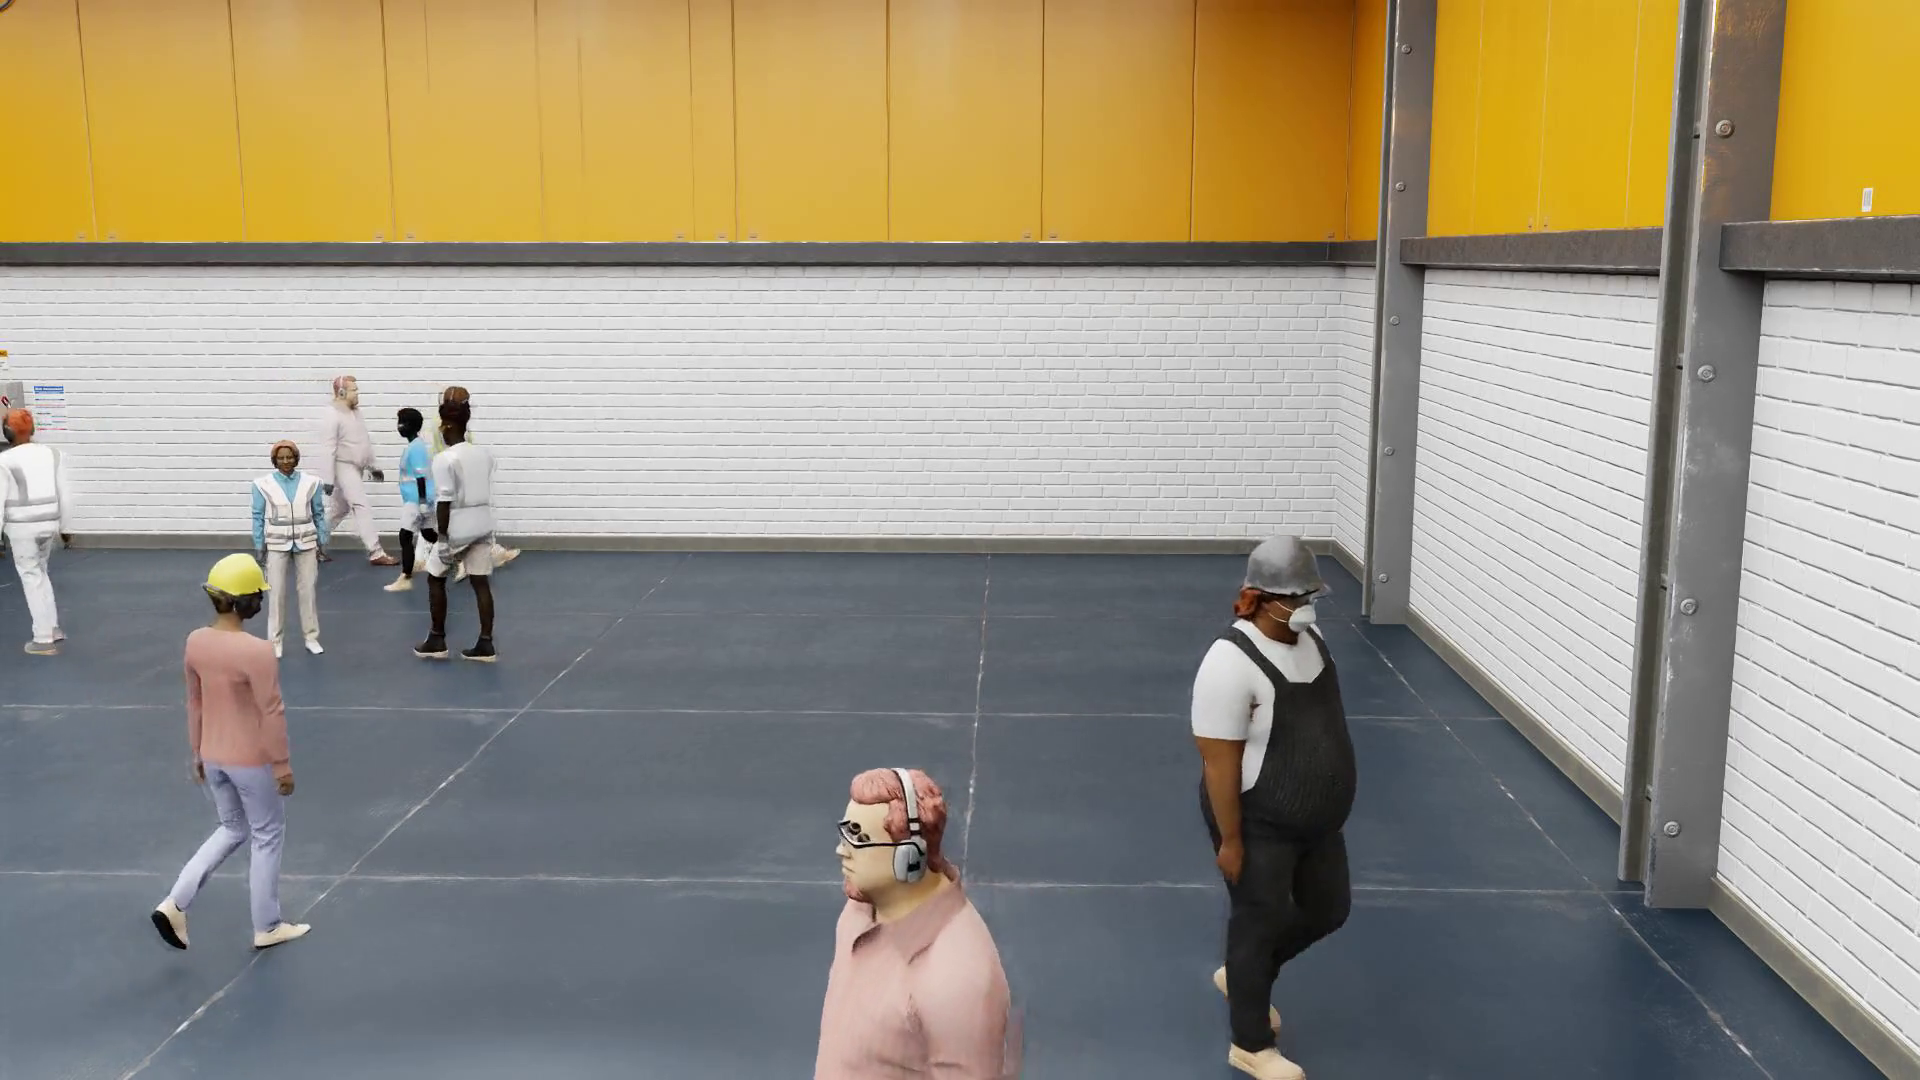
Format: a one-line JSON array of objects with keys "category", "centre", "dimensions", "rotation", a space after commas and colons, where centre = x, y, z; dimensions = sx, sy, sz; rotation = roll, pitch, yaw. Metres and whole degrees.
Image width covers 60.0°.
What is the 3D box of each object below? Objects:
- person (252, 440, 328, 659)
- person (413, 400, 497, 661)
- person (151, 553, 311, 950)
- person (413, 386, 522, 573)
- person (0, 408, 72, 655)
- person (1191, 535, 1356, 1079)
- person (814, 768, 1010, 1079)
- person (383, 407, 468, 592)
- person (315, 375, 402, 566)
[{"category": "person", "centre": [-5.005, 0.064, 12.443], "dimensions": [0.523, 1.638, 0.310], "rotation": [-6, 11, -31]}, {"category": "person", "centre": [-3.760, -0.066, 12.342], "dimensions": [0.795, 1.927, 0.604], "rotation": [5, 11, 28]}, {"category": "person", "centre": [-3.100, 0.931, 7.047], "dimensions": [0.530, 1.750, 0.555], "rotation": [6, 11, 30]}, {"category": "person", "centre": [-4.755, -0.570, 15.773], "dimensions": [1.031, 1.778, 0.628], "rotation": [-2, 10, -12]}, {"category": "person", "centre": [-7.020, -0.061, 12.483], "dimensions": [0.494, 1.870, 0.604], "rotation": [4, 10, 22]}, {"category": "person", "centre": [1.152, 0.960, 6.017], "dimensions": [0.536, 2.000, 0.703], "rotation": [9, 13, 44]}, {"category": "person", "centre": [-0.049, 1.413, 3.785], "dimensions": [0.595, 1.891, 0.655], "rotation": [-3, 10, -18]}, {"category": "person", "centre": [-4.782, -0.375, 14.951], "dimensions": [0.784, 1.660, 0.541], "rotation": [-3, 10, -19]}, {"category": "person", "centre": [-5.964, -0.669, 16.100], "dimensions": [0.989, 1.866, 0.654], "rotation": [0, 10, 0]}]
